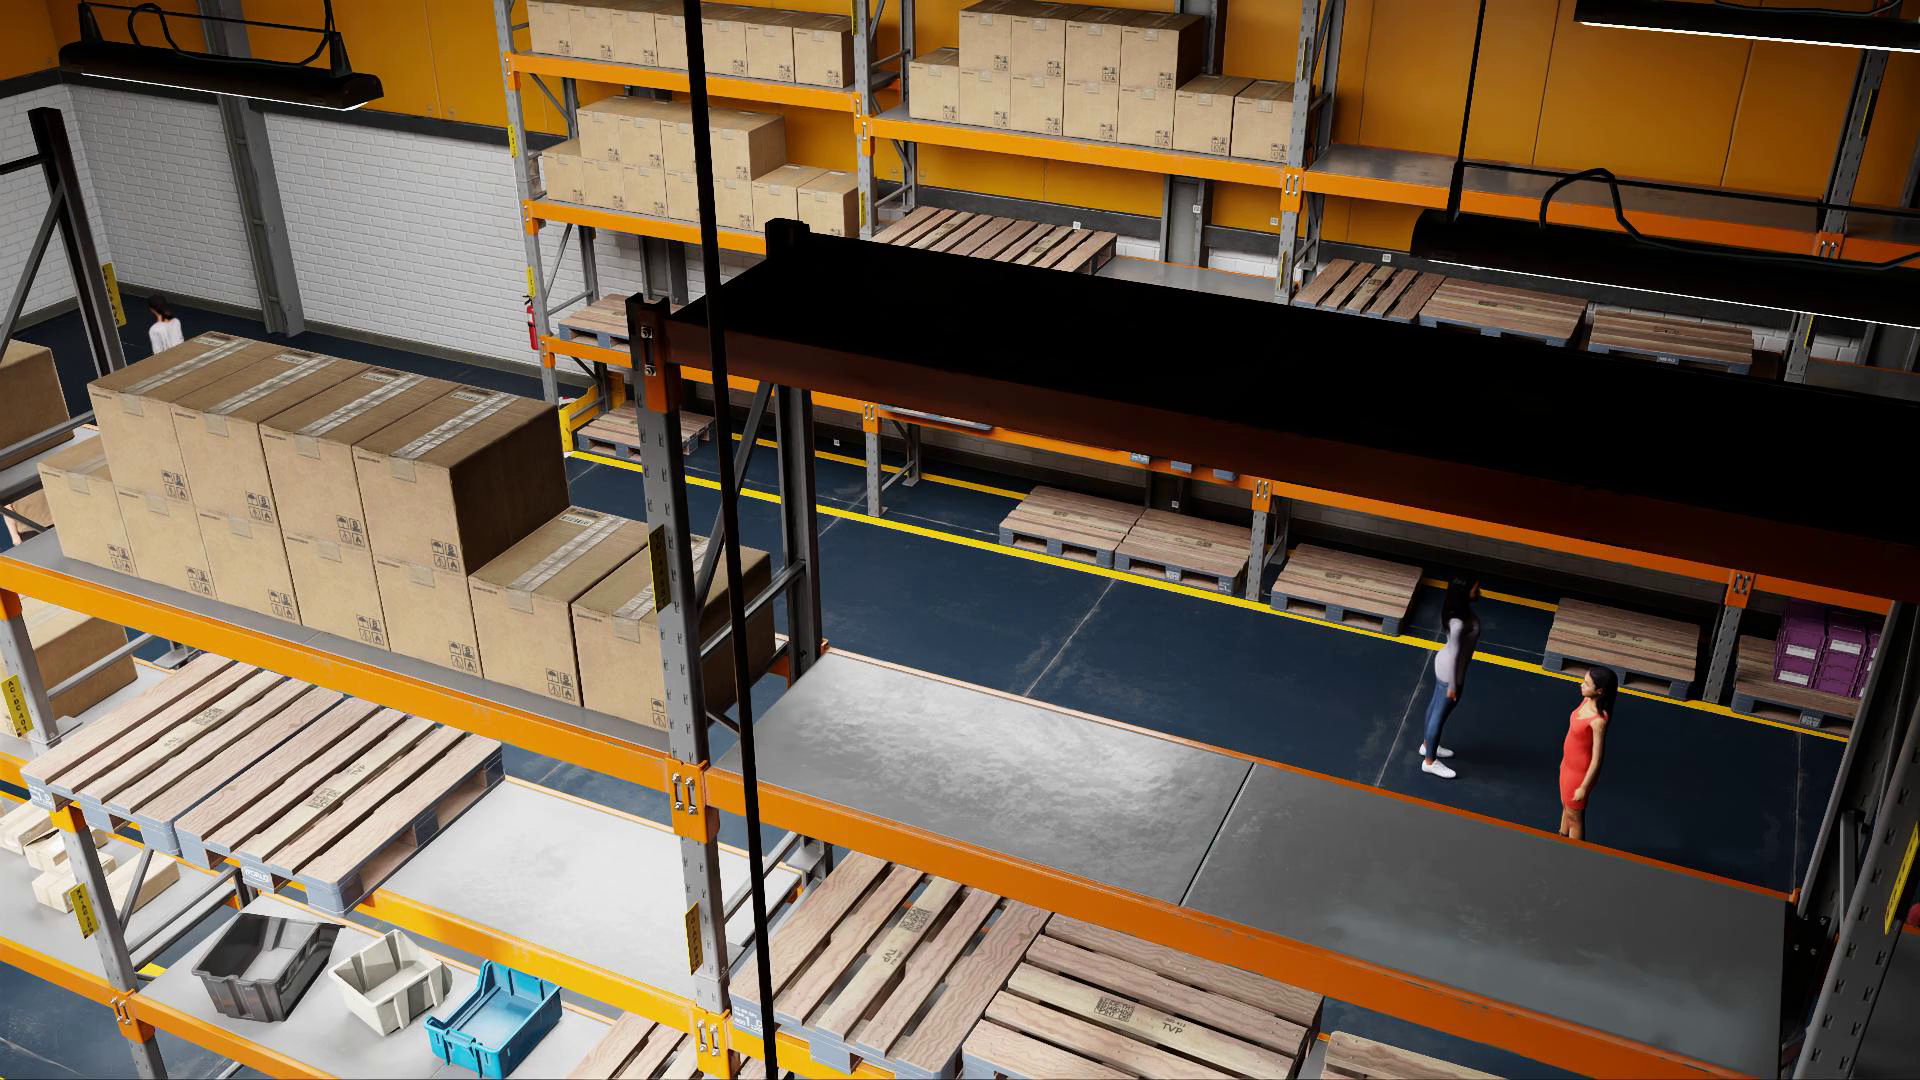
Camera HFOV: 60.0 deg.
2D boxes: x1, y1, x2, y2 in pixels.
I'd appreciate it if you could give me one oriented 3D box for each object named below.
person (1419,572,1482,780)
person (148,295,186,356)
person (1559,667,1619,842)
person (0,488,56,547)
[{"bbox_3d":[3.799,1.016,12.939,0.566,1.735,0.631,8,30,14],"label":"person"},{"bbox_3d":[-8.455,-1.786,18.091,1.091,1.720,0.642,14,32,24],"label":"person"},{"bbox_3d":[4.408,1.634,11.823,0.635,1.719,0.657,2,29,4],"label":"person"},{"bbox_3d":[-8.286,-0.140,14.940,0.736,1.847,0.727,-22,35,-34],"label":"person"}]
